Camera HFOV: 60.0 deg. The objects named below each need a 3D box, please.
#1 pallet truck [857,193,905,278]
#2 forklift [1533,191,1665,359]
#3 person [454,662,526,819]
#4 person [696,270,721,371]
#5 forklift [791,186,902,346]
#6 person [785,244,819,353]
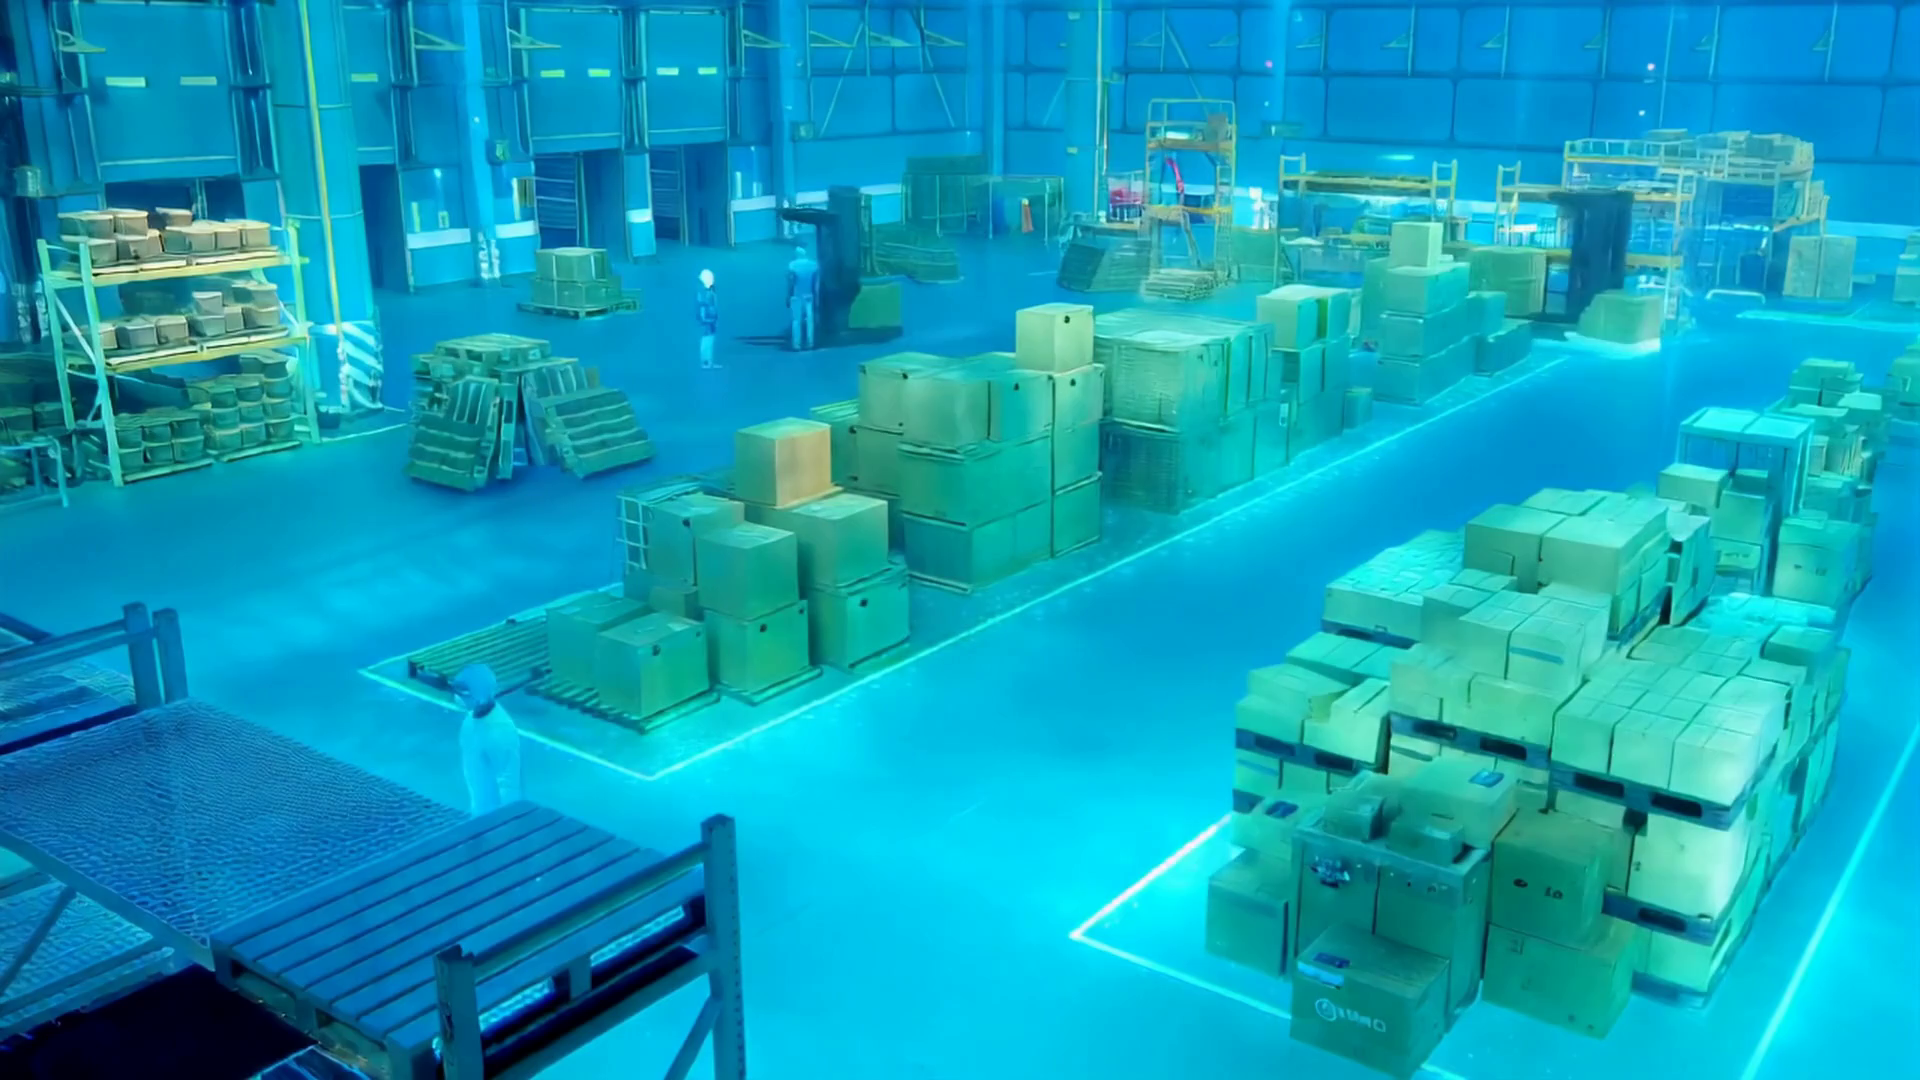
[{"bbox_3d":[-1.936,-7.159,38.982,1.885,1.965,0.823,-12,21,-34],"label":"pallet truck"},{"bbox_3d":[11.449,-4.745,29.487,1.129,2.768,1.873,-13,21,-36],"label":"forklift"},{"bbox_3d":[-2.784,1.641,9.944,0.379,1.940,0.629,-10,19,-30],"label":"person"},{"bbox_3d":[-4.258,-3.718,28.101,0.318,1.696,0.537,5,17,15],"label":"person"},{"bbox_3d":[-2.113,-5.071,30.565,1.873,2.768,1.129,-7,18,-21],"label":"forklift"},{"bbox_3d":[-2.811,-4.306,29.664,0.639,1.927,0.387,-9,19,-28],"label":"person"}]
